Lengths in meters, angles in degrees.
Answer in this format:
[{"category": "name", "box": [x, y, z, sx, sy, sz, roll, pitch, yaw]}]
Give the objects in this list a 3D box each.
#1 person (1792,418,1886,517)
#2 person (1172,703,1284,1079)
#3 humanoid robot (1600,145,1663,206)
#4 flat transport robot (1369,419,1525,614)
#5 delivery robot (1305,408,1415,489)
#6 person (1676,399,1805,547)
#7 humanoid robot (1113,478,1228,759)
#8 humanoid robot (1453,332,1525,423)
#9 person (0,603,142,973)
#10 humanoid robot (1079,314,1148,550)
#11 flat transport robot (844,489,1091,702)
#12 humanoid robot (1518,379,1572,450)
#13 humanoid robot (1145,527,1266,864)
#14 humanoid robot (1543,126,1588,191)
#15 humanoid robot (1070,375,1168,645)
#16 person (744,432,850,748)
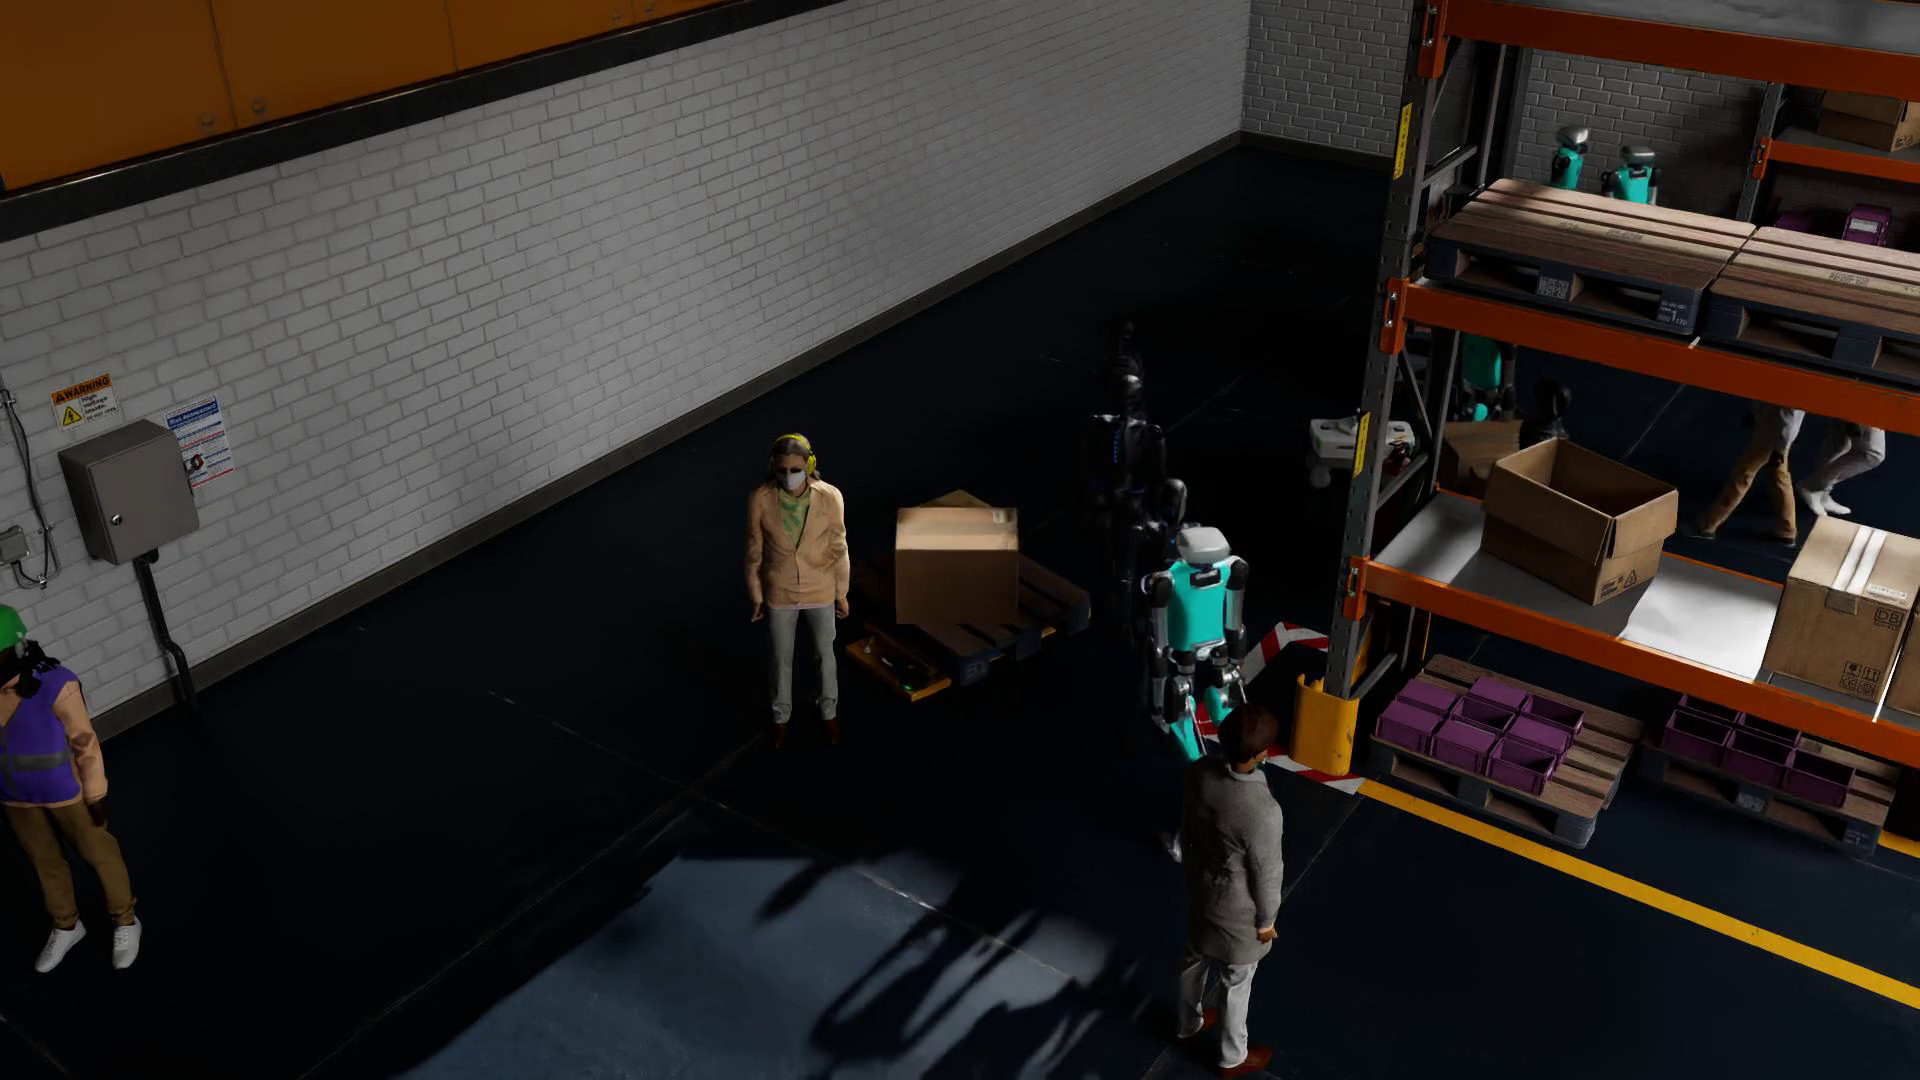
[{"category": "person", "box": [6.027, -0.956, 11.082, 0.433, 1.884, 0.746, 10, 31, 16]}, {"category": "person", "box": [1.131, 1.468, 6.933, 0.366, 1.830, 0.500, -22, 37, -33]}, {"category": "humanoid robot", "box": [5.480, -2.236, 13.445, 0.537, 1.768, 0.793, -9, 31, -15]}, {"category": "flat transport robot", "box": [3.395, 0.210, 10.675, 1.431, 0.231, 0.659, -2, 30, -4]}, {"category": "delivery robot", "box": [2.883, -0.646, 11.894, 0.812, 0.614, 0.499, 2, 30, 3]}, {"category": "person", "box": [5.286, -0.751, 10.901, 0.783, 1.712, 0.575, 15, 33, 24]}, {"category": "humanoid robot", "box": [1.133, 0.430, 8.882, 0.615, 1.654, 0.386, 3, 30, 5]}, {"category": "humanoid robot", "box": [3.591, -0.816, 11.045, 0.752, 1.829, 0.530, -13, 33, -22]}, {"category": "person", "box": [-4.092, 1.103, 7.462, 0.532, 1.933, 0.409, -1, 30, -1]}, {"category": "humanoid robot", "box": [1.020, -0.685, 10.831, 0.480, 1.651, 0.608, 4, 30, 6]}, {"category": "flat transport robot", "box": [0.062, 0.521, 10.136, 1.431, 0.231, 0.659, -23, 37, -34]}, {"category": "humanoid robot", "box": [3.465, -0.199, 9.972, 0.376, 1.657, 0.596, 16, 34, 26]}, {"category": "humanoid robot", "box": [1.233, 0.833, 8.095, 0.531, 1.740, 0.729, -11, 32, -19]}, {"category": "humanoid robot", "box": [4.894, -2.743, 14.390, 1.038, 1.767, 0.543, 21, 36, 32]}, {"category": "humanoid robot", "box": [0.947, -0.197, 9.986, 0.609, 1.635, 0.536, 11, 32, 18]}, {"category": "person", "box": [-0.872, 0.263, 8.978, 0.564, 1.876, 0.407, -3, 30, -5]}]
